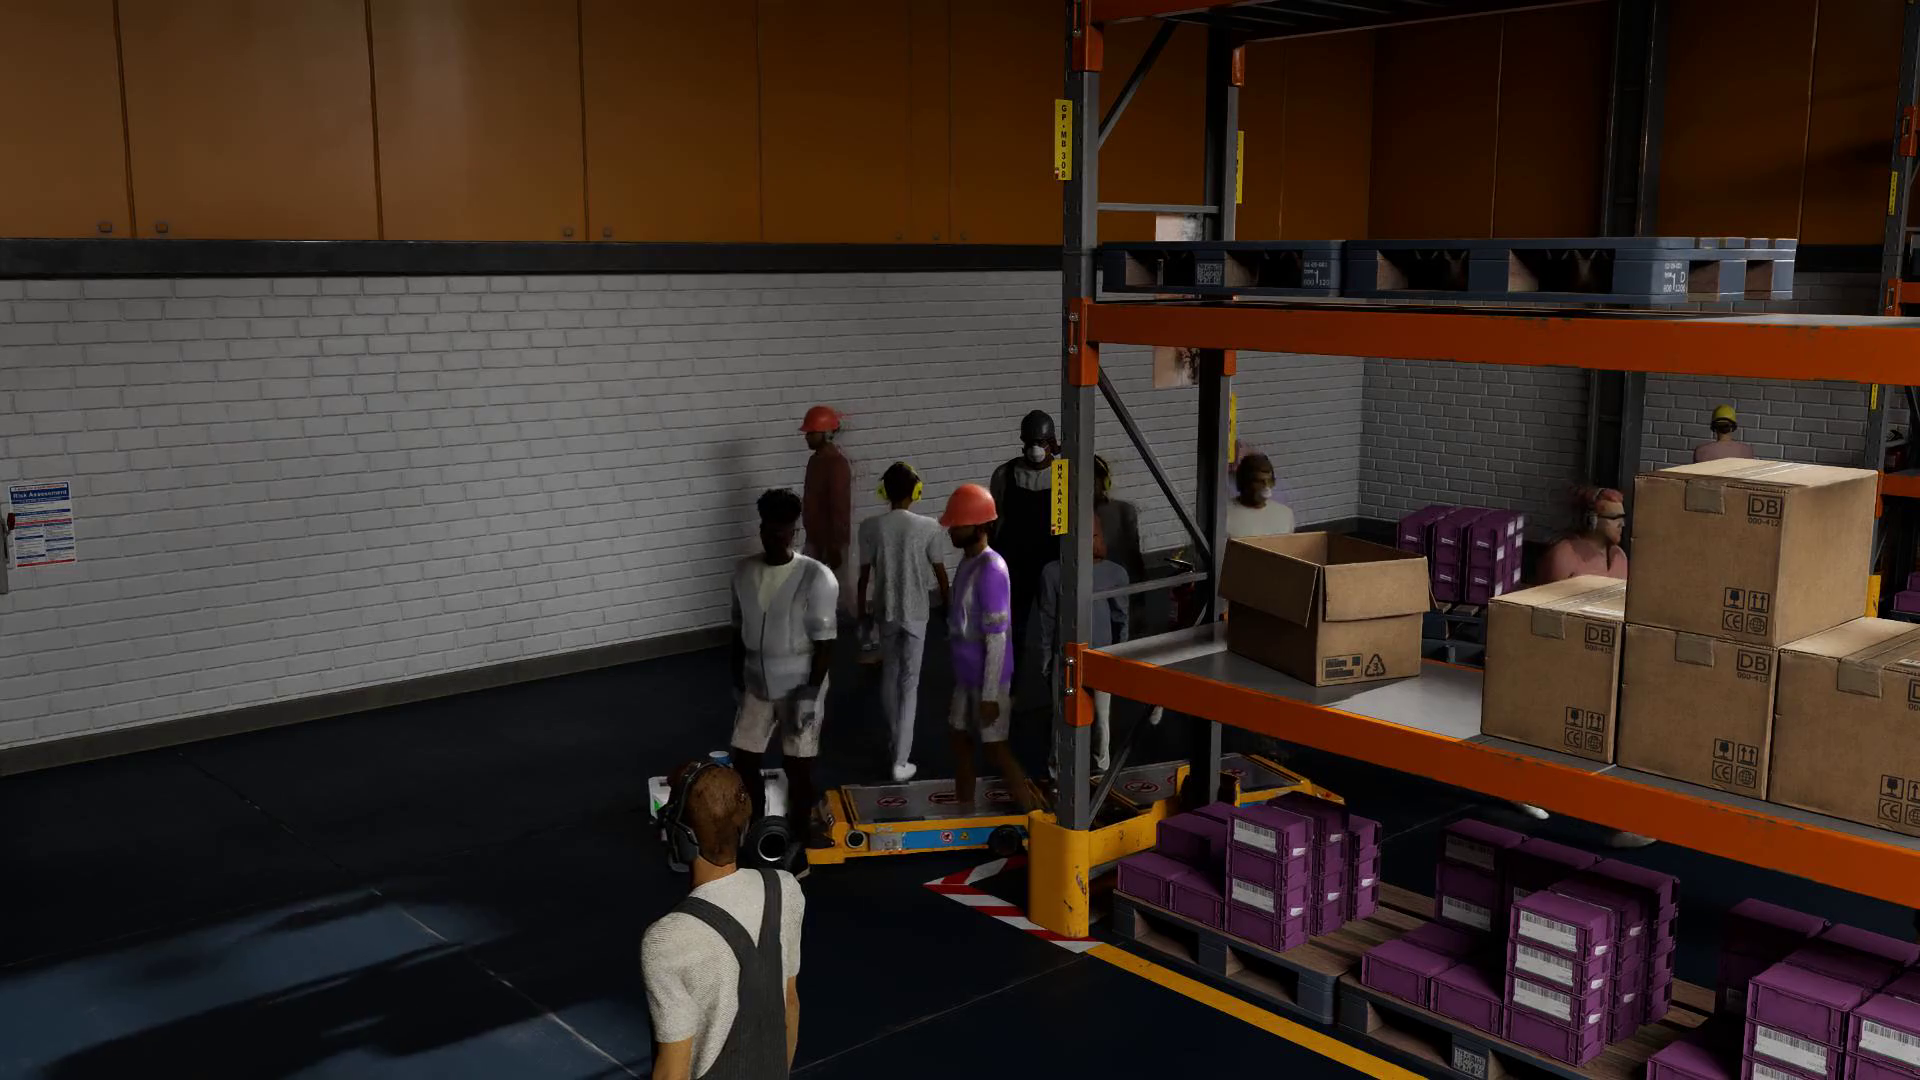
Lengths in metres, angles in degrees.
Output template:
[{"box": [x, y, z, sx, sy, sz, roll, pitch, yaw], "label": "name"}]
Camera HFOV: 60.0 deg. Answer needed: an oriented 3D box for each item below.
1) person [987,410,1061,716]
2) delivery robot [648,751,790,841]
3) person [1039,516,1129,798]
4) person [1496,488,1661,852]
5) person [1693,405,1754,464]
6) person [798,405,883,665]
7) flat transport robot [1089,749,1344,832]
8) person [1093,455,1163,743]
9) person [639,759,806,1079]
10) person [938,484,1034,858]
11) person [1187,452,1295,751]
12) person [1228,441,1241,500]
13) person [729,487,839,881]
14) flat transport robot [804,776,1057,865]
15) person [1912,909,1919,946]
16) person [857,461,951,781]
[{"box": [0.504, 0.158, 10.953, 0.674, 2.000, 0.536, 1, 10, 7], "label": "person"}, {"box": [-1.203, 1.301, 8.331, 0.707, 0.478, 0.477, -2, 10, -13], "label": "delivery robot"}, {"box": [0.685, 0.654, 9.240, 0.501, 1.633, 0.281, 2, 10, 11], "label": "person"}, {"box": [3.253, 0.645, 8.657, 0.670, 1.854, 1.066, -8, 13, -39], "label": "person"}, {"box": [6.530, -0.279, 14.325, 0.526, 1.765, 0.329, 0, 10, -2], "label": "person"}, {"box": [-0.977, -0.023, 12.265, 0.924, 1.961, 0.632, -5, 11, -27], "label": "person"}, {"box": [1.294, 1.378, 8.986, 1.431, 0.197, 0.652, -4, 11, -24], "label": "flat transport robot"}, {"box": [0.977, 0.360, 10.379, 0.577, 1.835, 0.715, 7, 12, 36], "label": "person"}, {"box": [-0.591, 1.431, 4.075, 0.345, 1.847, 0.504, 7, 12, 34], "label": "person"}, {"box": [0.112, 0.661, 8.393, 0.531, 1.941, 0.557, -2, 10, -12], "label": "person"}, {"box": [1.663, 0.418, 9.829, 0.638, 1.912, 0.871, -4, 11, -24], "label": "person"}, {"box": [1.821, 0.252, 10.976, 1.003, 1.864, 0.675, 8, 13, 39], "label": "person"}, {"box": [-0.880, 0.713, 7.970, 0.657, 1.944, 0.483, 5, 11, 27], "label": "person"}, {"box": [-0.139, 1.438, 8.635, 1.431, 0.197, 0.652, -2, 10, -10], "label": "flat transport robot"}, {"box": [4.262, 1.009, 7.008, 0.333, 1.689, 0.533, -2, 10, -13], "label": "person"}, {"box": [-0.297, 0.456, 9.845, 0.541, 1.831, 0.874, 3, 10, 14], "label": "person"}]
